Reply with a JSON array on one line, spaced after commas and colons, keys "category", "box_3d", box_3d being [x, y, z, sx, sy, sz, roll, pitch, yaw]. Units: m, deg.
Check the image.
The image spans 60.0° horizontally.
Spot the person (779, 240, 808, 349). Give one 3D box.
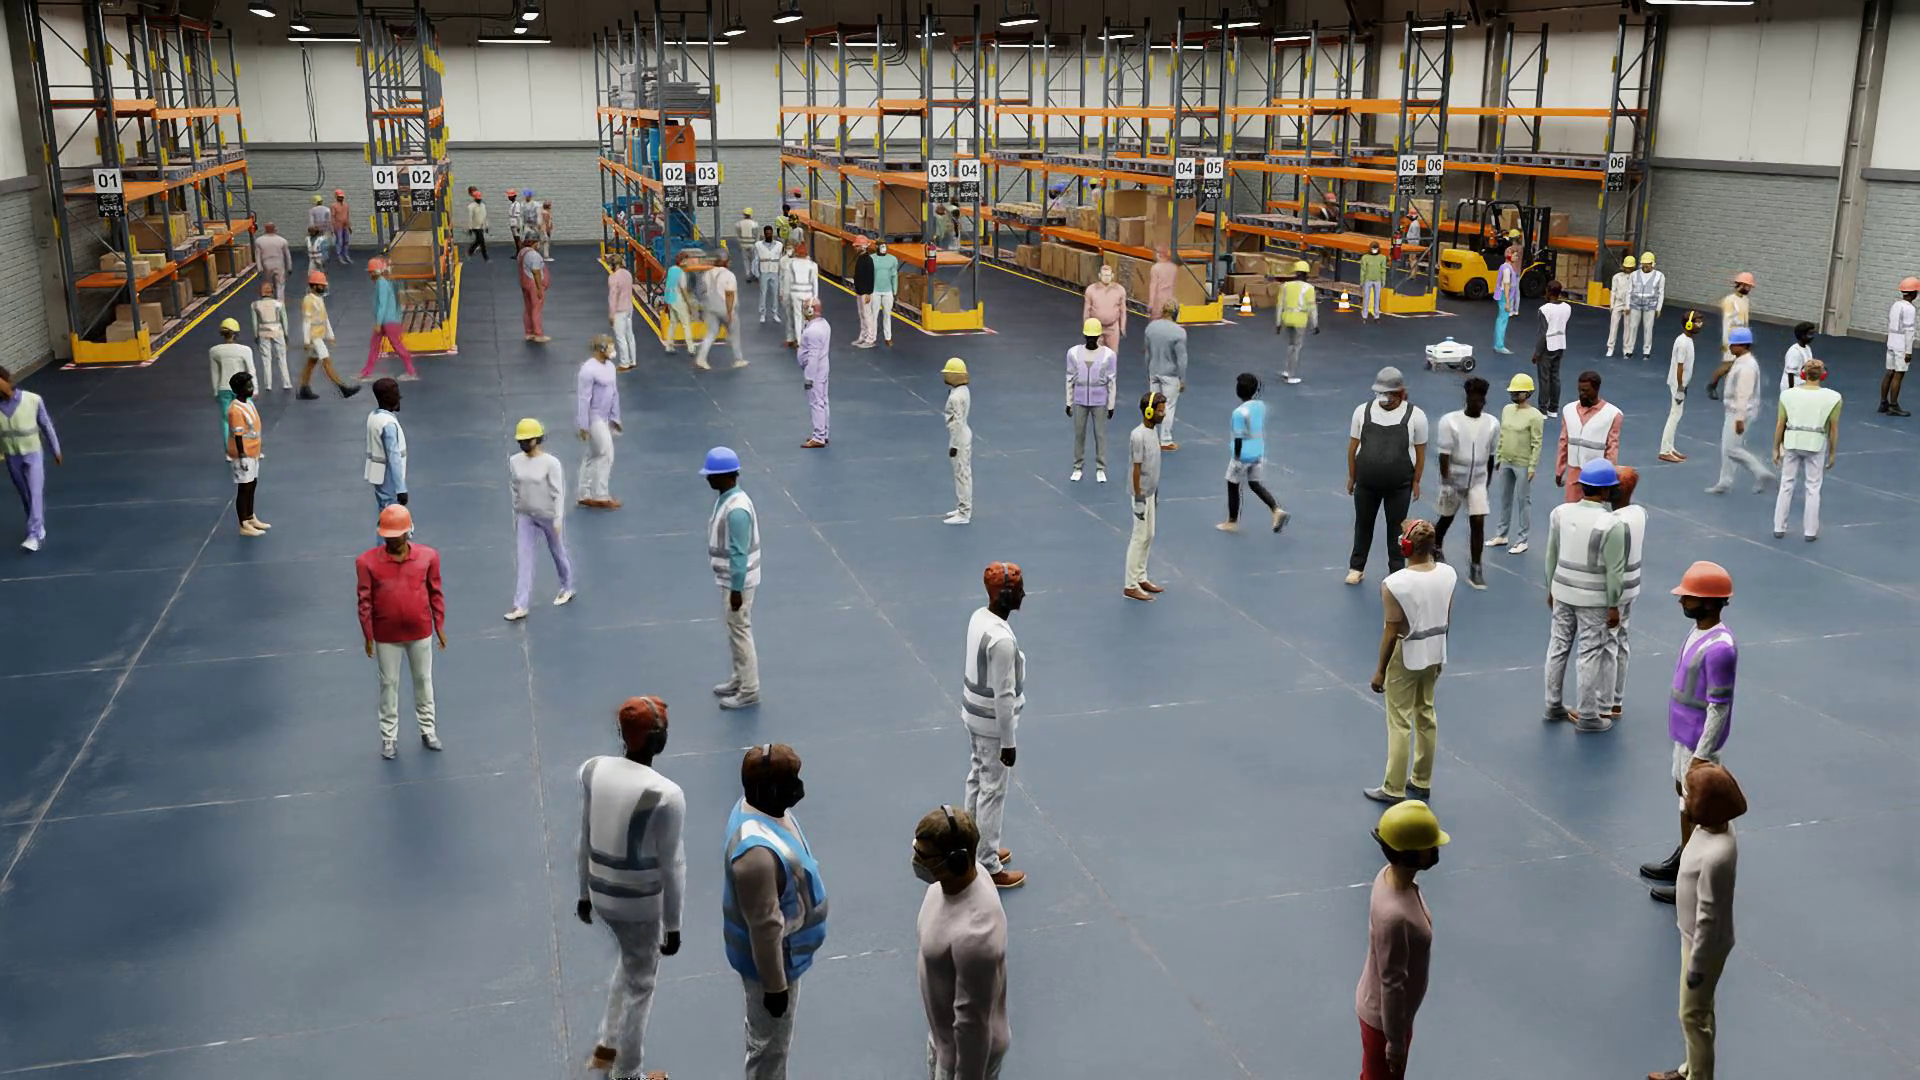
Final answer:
[{"category": "person", "box_3d": [-2.958, -4.377, 29.631, 0.627, 1.933, 0.370, 10, 18, 32]}]

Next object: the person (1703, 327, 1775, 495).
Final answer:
[{"category": "person", "box_3d": [8.705, -1.401, 18.443, 0.617, 1.929, 0.607, 5, 16, 17]}]

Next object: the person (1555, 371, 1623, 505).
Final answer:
[{"category": "person", "box_3d": [5.895, -0.652, 15.651, 0.405, 1.906, 0.604, -12, 19, -37]}]

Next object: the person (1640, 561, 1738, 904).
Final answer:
[{"category": "person", "box_3d": [4.024, 1.058, 9.155, 0.368, 1.935, 0.552, 3, 15, 13]}]

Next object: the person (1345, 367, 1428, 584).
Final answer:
[{"category": "person", "box_3d": [3.837, -0.564, 15.060, 0.688, 2.000, 0.535, 6, 16, 23]}]

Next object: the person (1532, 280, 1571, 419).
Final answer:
[{"category": "person", "box_3d": [8.206, -2.634, 23.124, 0.597, 1.895, 0.379, -10, 18, -33]}]

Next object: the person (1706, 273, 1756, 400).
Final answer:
[{"category": "person", "box_3d": [11.286, -2.950, 24.323, 0.606, 1.901, 0.581, -10, 18, -33]}]

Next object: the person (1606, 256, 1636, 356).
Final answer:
[{"category": "person", "box_3d": [11.444, -4.019, 28.644, 0.484, 1.736, 0.305, 5, 16, 18]}]

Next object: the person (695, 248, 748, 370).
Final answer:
[{"category": "person", "box_3d": [-3.956, -3.811, 27.276, 0.687, 2.000, 0.999, 10, 18, 33]}]

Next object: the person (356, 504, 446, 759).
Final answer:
[{"category": "person", "box_3d": [-3.755, 0.603, 11.229, 0.562, 1.746, 0.339, -7, 16, -24]}]

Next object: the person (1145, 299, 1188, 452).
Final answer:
[{"category": "person", "box_3d": [2.592, -2.064, 20.931, 0.389, 1.927, 0.639, -14, 20, -43]}]

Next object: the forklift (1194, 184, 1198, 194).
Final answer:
[{"category": "forklift", "box_3d": [7.392, -11.333, 53.972, 1.873, 2.768, 1.129, -4, 15, -15]}]

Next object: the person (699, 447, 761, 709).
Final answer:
[{"category": "person", "box_3d": [-1.661, 0.269, 12.132, 0.422, 1.935, 0.621, -4, 15, -15]}]

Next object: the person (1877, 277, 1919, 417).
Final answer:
[{"category": "person", "box_3d": [13.208, -2.711, 23.326, 0.344, 1.942, 0.548, 1, 15, 3]}]

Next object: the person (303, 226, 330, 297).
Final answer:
[{"category": "person", "box_3d": [-14.370, -6.199, 37.115, 0.527, 1.579, 0.909, 3, 15, 10]}]

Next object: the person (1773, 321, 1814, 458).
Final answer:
[{"category": "person", "box_3d": [10.361, -1.868, 20.629, 0.318, 1.696, 0.535, 14, 20, 42]}]

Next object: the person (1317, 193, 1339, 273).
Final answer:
[{"category": "person", "box_3d": [9.475, -7.919, 42.794, 0.609, 2.020, 0.907, -6, 16, -20]}]

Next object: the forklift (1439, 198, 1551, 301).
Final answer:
[{"category": "forklift", "box_3d": [11.913, -6.508, 37.130, 2.313, 2.155, 1.214, -4, 15, -15]}]

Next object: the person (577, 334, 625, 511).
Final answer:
[{"category": "person", "box_3d": [-3.880, -1.270, 17.983, 0.675, 1.899, 0.664, 2, 15, 7]}]

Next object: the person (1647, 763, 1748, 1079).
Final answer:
[{"category": "person", "box_3d": [3.197, 1.737, 7.200, 0.280, 1.627, 0.507, 6, 16, 21]}]

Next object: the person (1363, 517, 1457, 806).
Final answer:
[{"category": "person", "box_3d": [2.830, 0.772, 10.405, 0.565, 1.846, 0.390, -9, 17, -31]}]

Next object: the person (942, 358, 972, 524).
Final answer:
[{"category": "person", "box_3d": [-0.035, -1.039, 17.416, 0.312, 1.744, 0.487, 2, 15, 9]}]

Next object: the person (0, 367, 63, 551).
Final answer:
[{"category": "person", "box_3d": [-9.283, -0.829, 16.456, 0.630, 1.835, 1.039, -3, 15, -13]}]

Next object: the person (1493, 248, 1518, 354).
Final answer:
[{"category": "person", "box_3d": [9.507, -4.175, 29.018, 0.390, 1.846, 0.565, 3, 15, 12]}]

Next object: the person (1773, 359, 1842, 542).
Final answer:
[{"category": "person", "box_3d": [8.475, -0.894, 16.703, 0.563, 1.836, 0.383, 9, 18, 31]}]

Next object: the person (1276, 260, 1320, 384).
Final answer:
[{"category": "person", "box_3d": [5.287, -3.405, 26.018, 0.557, 1.903, 0.621, -13, 20, -40]}]

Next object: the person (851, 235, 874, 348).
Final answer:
[{"category": "person", "box_3d": [-1.731, -4.442, 29.738, 0.382, 1.993, 0.622, -6, 16, -22]}]

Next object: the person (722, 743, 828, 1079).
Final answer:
[{"category": "person", "box_3d": [-0.758, 1.710, 6.886, 0.429, 1.845, 0.621, -2, 15, -6]}]

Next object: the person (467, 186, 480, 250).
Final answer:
[{"category": "person", "box_3d": [-14.321, -9.498, 49.064, 0.429, 1.843, 0.621, -7, 16, -25]}]

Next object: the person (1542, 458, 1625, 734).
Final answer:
[{"category": "person", "box_3d": [4.374, 0.385, 11.663, 0.397, 1.949, 0.603, -8, 17, -29]}]

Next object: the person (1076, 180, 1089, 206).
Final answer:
[{"category": "person", "box_3d": [3.719, -9.960, 50.622, 0.417, 1.941, 0.607, 5, 16, 17]}]

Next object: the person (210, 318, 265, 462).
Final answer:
[{"category": "person", "box_3d": [-8.884, -1.835, 20.404, 0.539, 1.758, 0.352, -1, 15, -3]}]

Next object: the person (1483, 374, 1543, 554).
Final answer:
[{"category": "person", "box_3d": [5.444, -0.752, 16.296, 0.312, 1.768, 0.522, -8, 17, -28]}]

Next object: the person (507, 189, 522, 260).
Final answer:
[{"category": "person", "box_3d": [-12.324, -8.731, 46.019, 0.386, 1.929, 0.548, -9, 17, -29]}]

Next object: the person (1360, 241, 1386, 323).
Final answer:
[{"category": "person", "box_3d": [8.177, -5.111, 32.970, 0.507, 1.625, 0.281, 1, 15, 5]}]

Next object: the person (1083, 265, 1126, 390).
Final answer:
[{"category": "person", "box_3d": [2.205, -3.236, 25.377, 0.651, 1.904, 0.403, 0, 15, 1]}]

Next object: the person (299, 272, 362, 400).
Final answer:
[{"category": "person", "box_3d": [-9.355, -2.994, 24.496, 1.001, 1.883, 0.545, -1, 15, -3]}]

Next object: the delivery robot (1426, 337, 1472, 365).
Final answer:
[{"category": "delivery robot", "box_3d": [7.978, -3.065, 27.139, 0.707, 0.478, 0.477, -4, 15, -14]}]

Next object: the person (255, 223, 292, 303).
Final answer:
[{"category": "person", "box_3d": [-14.245, -5.650, 34.566, 0.670, 1.852, 1.017, -4, 15, -15]}]

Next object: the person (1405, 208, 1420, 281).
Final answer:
[{"category": "person", "box_3d": [11.062, -7.229, 40.693, 0.344, 1.748, 0.573, 4, 16, 16]}]
